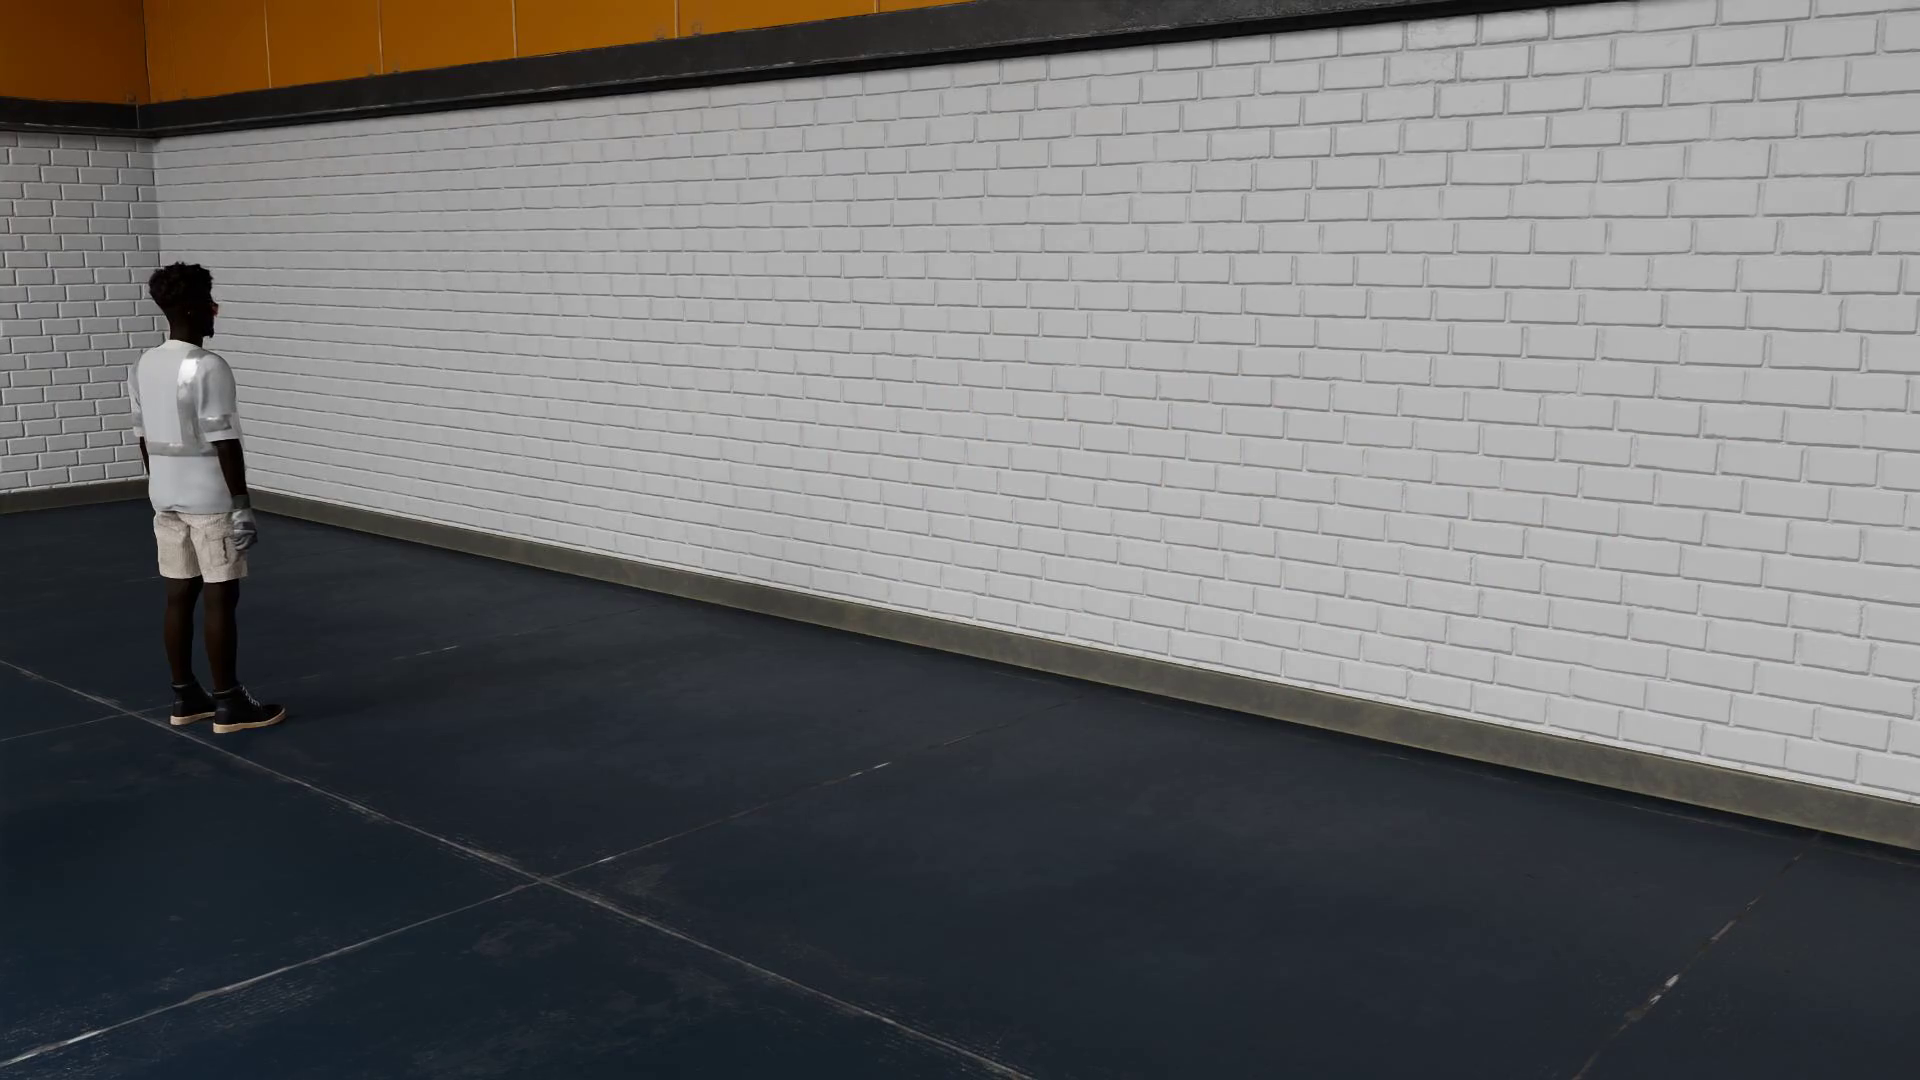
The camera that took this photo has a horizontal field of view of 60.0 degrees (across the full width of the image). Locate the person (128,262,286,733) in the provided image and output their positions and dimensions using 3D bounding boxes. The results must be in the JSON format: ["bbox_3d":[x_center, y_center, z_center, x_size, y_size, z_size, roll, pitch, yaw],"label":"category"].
[{"bbox_3d":[-3.180,-0.172,6.973,0.605,1.966,0.367,6,11,30],"label":"person"}]
